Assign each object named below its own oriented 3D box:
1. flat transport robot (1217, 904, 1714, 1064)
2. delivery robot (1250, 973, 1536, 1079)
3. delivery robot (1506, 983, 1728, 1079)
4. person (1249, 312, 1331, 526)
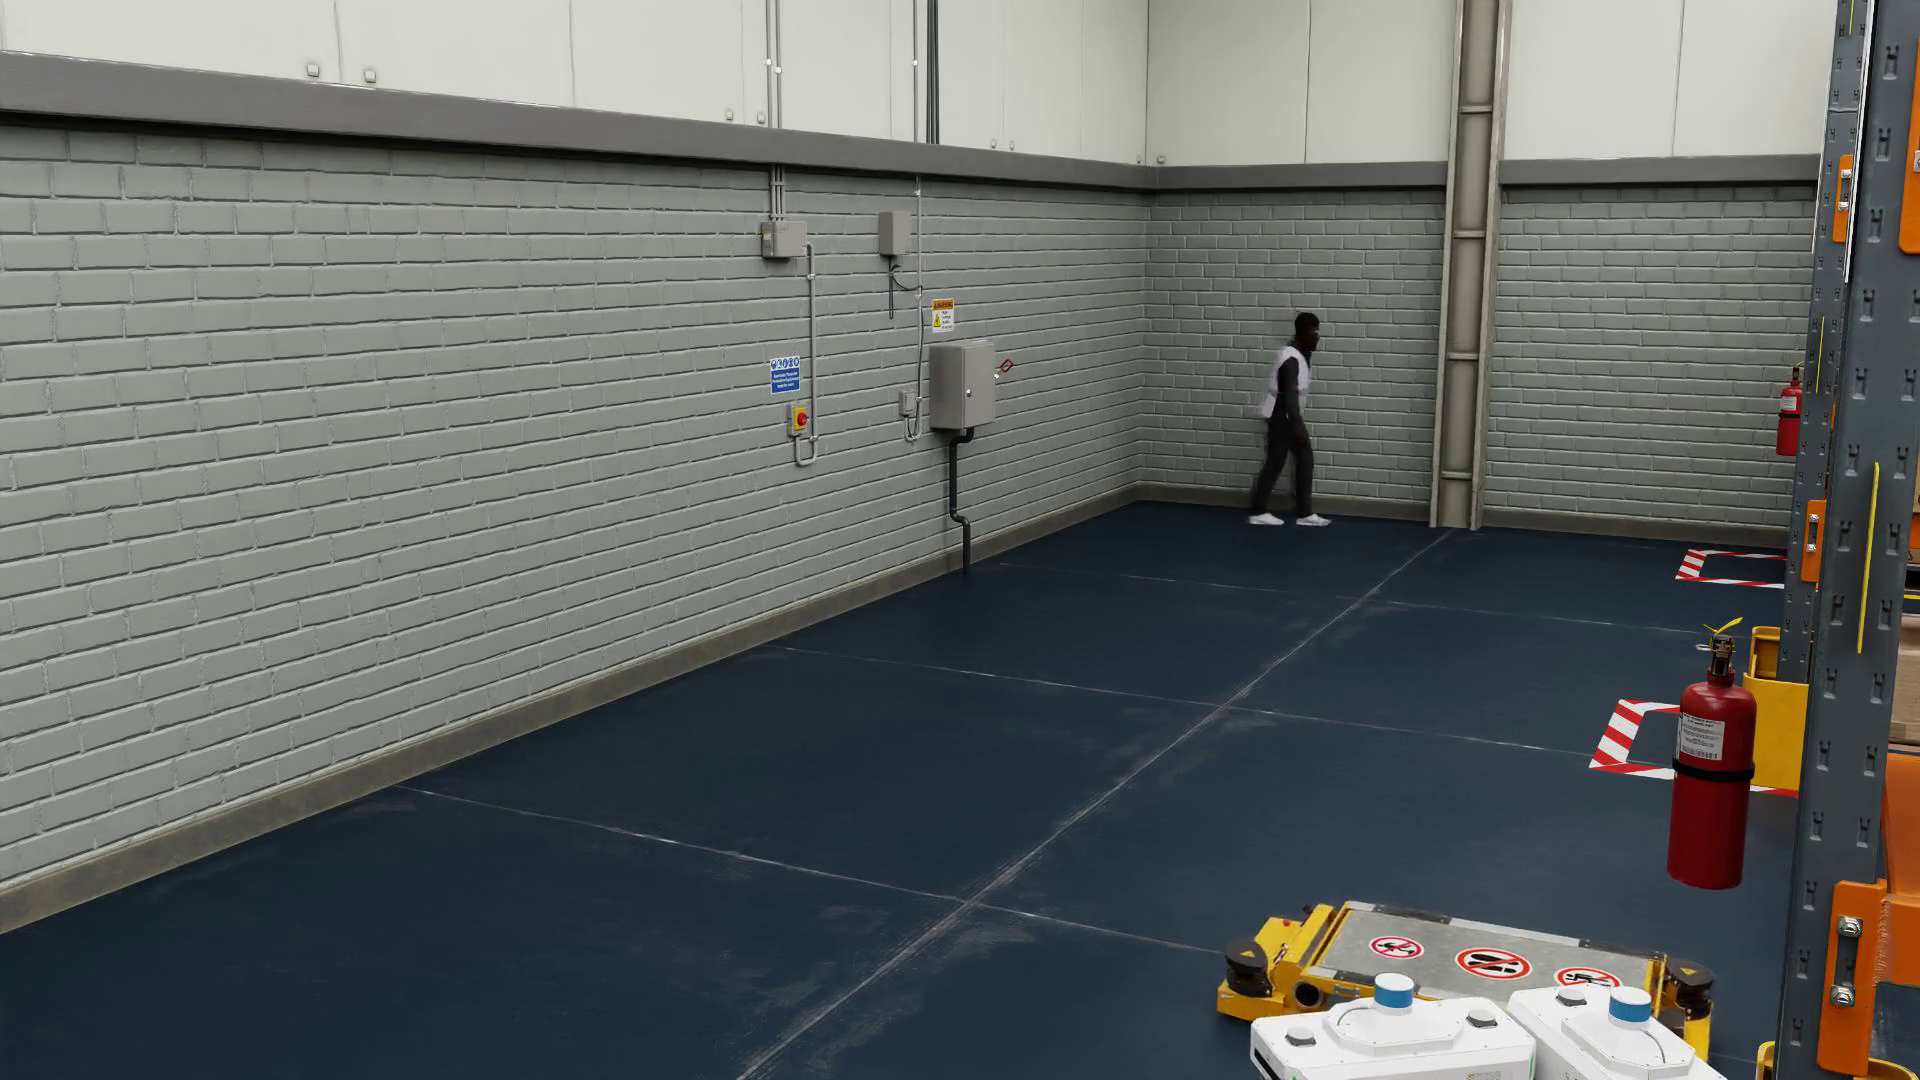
[{"bbox_3d":[1.606,1.426,5.298,1.431,0.197,0.652,5,11,25],"label":"flat transport robot"},{"bbox_3d":[1.142,1.397,4.423,0.707,0.478,0.477,-2,11,-11],"label":"delivery robot"},{"bbox_3d":[1.736,1.412,4.344,0.477,0.478,0.707,-2,11,-12],"label":"delivery robot"},{"bbox_3d":[2.874,-1.019,14.272,0.813,1.858,0.634,5,11,24],"label":"person"}]
